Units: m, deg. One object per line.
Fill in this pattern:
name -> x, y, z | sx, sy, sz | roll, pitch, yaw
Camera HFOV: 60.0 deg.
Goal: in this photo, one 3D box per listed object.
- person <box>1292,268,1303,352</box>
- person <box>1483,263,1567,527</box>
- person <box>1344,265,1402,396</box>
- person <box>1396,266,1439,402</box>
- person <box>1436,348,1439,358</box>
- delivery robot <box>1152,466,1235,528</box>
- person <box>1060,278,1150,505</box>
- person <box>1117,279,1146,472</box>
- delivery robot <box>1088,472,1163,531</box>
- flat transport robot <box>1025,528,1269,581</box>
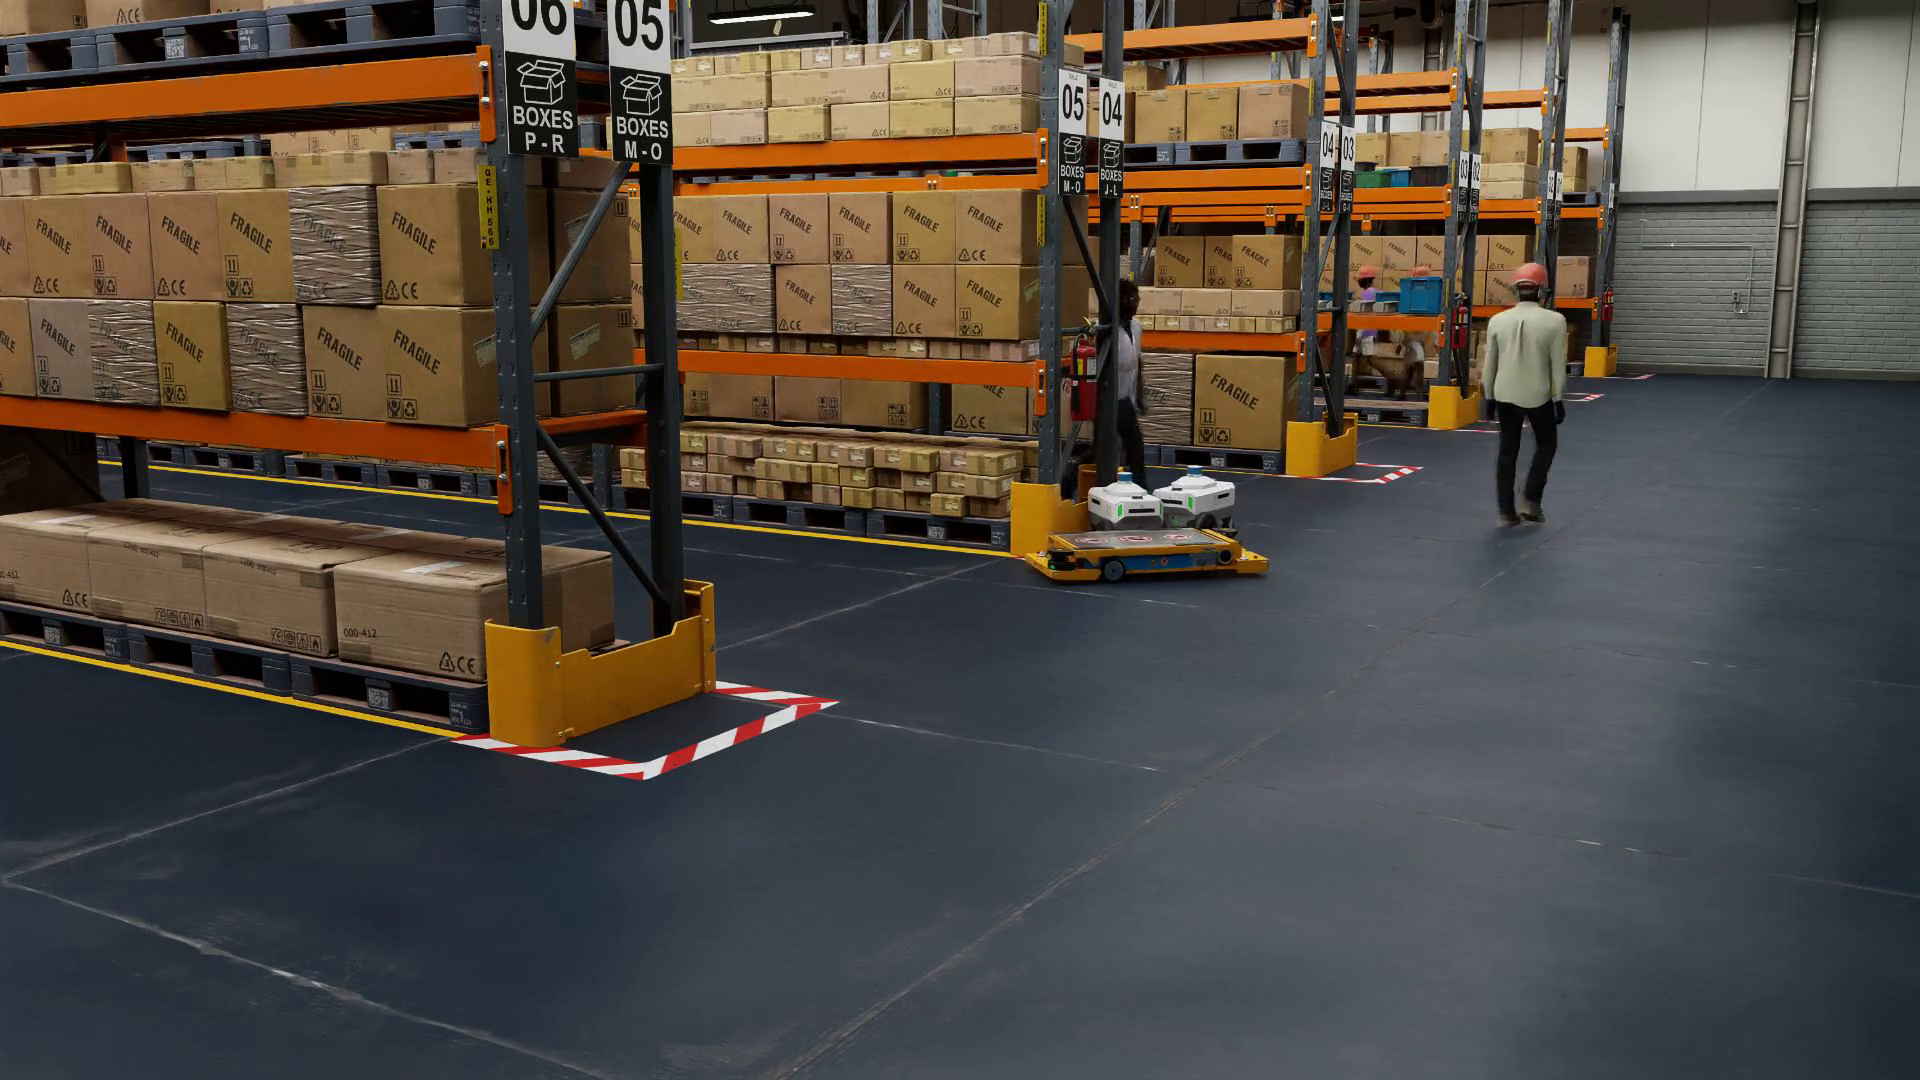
person -> 4.563, -2.690, 22.038 | 0.351, 1.936, 0.634 | 7, 12, 37
person -> 4.251, -1.082, 12.503 | 0.649, 1.972, 0.535 | 8, 12, 38
person -> 5.938, -3.010, 24.016 | 0.913, 1.908, 0.554 | 4, 11, 23
person -> 6.050, -2.607, 21.674 | 0.573, 1.888, 0.962 | -6, 12, -33
person -> 7.919, -3.597, 27.553 | 0.615, 1.859, 0.745 | -5, 11, -26
delivery robot -> 1.647, -0.280, 11.695 | 0.477, 0.478, 0.707 | 7, 12, 35
person -> 1.154, -1.089, 12.872 | 0.932, 1.878, 0.606 | 4, 10, 21
person -> 1.300, -1.162, 13.367 | 0.338, 1.854, 0.517 | 9, 13, 42
delivery robot -> 1.122, -0.221, 11.345 | 0.477, 0.478, 0.707 | -2, 10, -13
flat transport robot -> 1.190, 0.081, 10.684 | 1.431, 0.197, 0.652 | -2, 10, -13
